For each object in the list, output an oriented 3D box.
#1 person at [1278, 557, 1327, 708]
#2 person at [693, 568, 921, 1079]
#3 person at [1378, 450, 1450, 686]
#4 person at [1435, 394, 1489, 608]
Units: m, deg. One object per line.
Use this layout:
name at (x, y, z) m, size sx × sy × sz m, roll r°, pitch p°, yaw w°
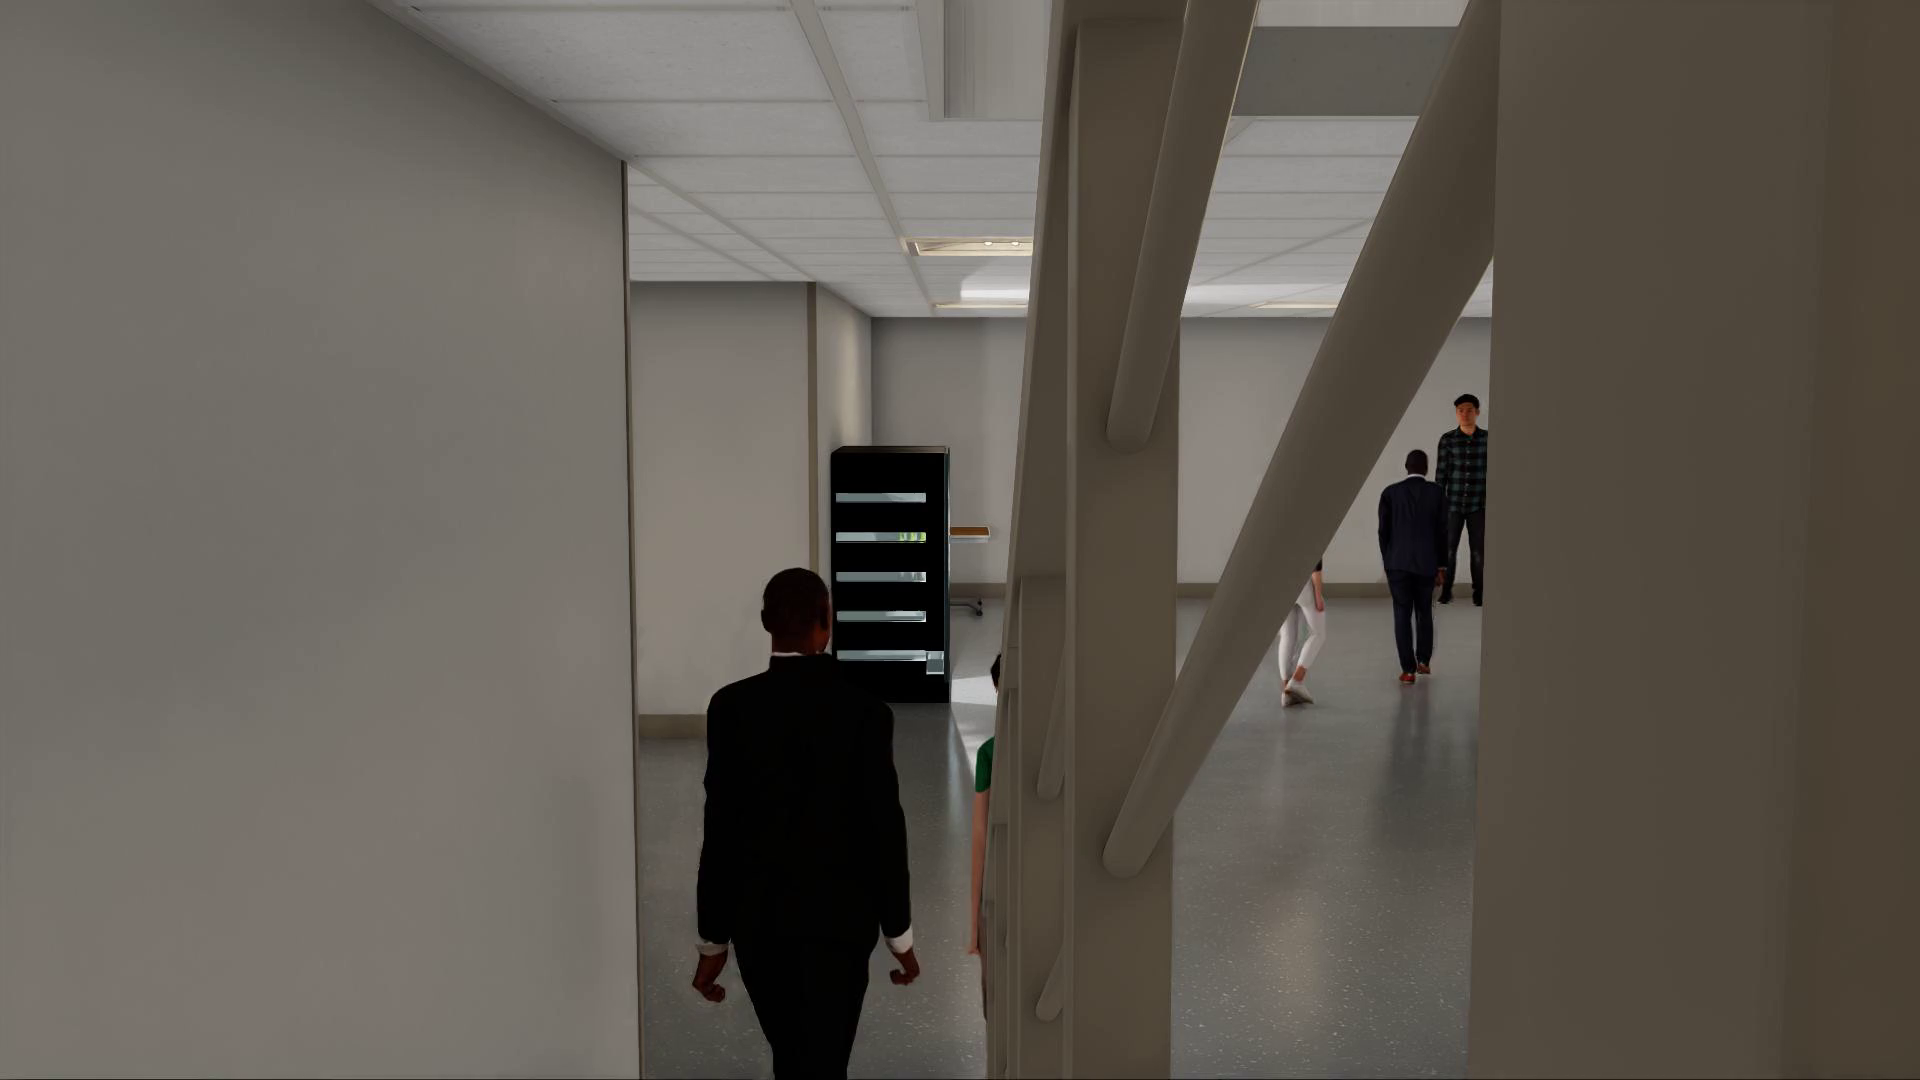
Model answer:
person at (2.369, 0.365, 11.900) m, size 0.737 × 1.697 × 0.795 m, roll 6°, pitch 8°, yaw 45°
person at (-0.433, 1.051, 4.268) m, size 0.943 × 1.860 × 1.344 m, roll 2°, pitch 6°, yaw 15°
person at (3.481, 0.221, 12.803) m, size 0.765 × 1.804 × 0.808 m, roll 1°, pitch 6°, yaw 13°
person at (4.079, -0.329, 13.407) m, size 0.738 × 1.708 × 0.653 m, roll 2°, pitch 6°, yaw 18°
